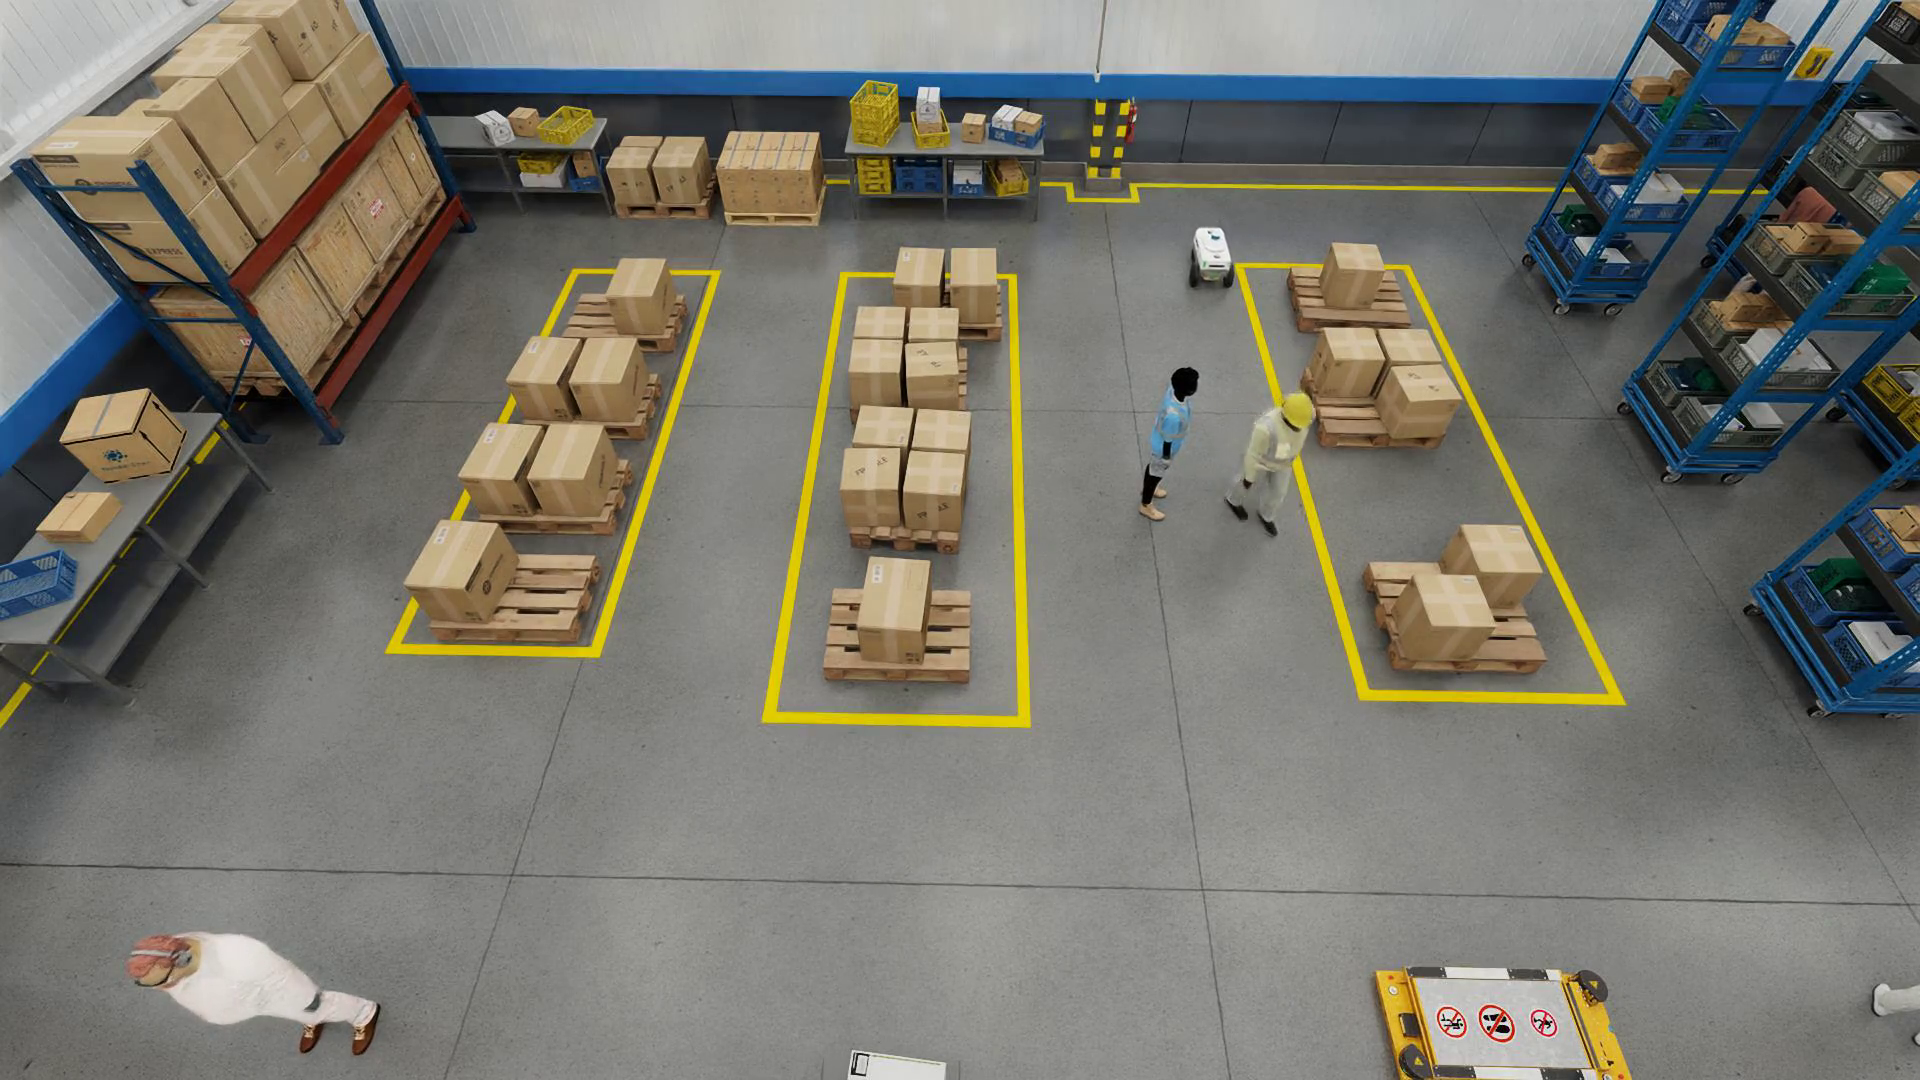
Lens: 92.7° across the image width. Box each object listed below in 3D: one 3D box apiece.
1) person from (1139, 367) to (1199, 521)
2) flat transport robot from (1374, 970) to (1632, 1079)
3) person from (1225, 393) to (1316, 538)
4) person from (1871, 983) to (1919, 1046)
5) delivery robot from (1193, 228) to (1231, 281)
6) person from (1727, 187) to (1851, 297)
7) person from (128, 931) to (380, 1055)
[{"bbox_3d":[1.872,-0.886,8.276,0.321,1.695,0.537,12,52,9],"label":"person"},{"bbox_3d":[3.501,3.133,5.914,1.431,0.197,0.652,1,51,1],"label":"flat transport robot"},{"bbox_3d":[2.744,-0.706,8.084,0.614,1.771,0.700,-16,53,-13],"label":"person"},{"bbox_3d":[6.212,2.640,5.437,0.312,1.642,0.512,-30,57,-22],"label":"person"},{"bbox_3d":[3.046,-3.489,11.072,0.477,0.478,0.707,1,51,1],"label":"delivery robot"},{"bbox_3d":[9.037,-3.147,9.940,0.412,1.982,0.623,-20,54,-16],"label":"person"},{"bbox_3d":[-4.050,2.623,5.291,0.655,1.900,0.397,3,51,2],"label":"person"}]
